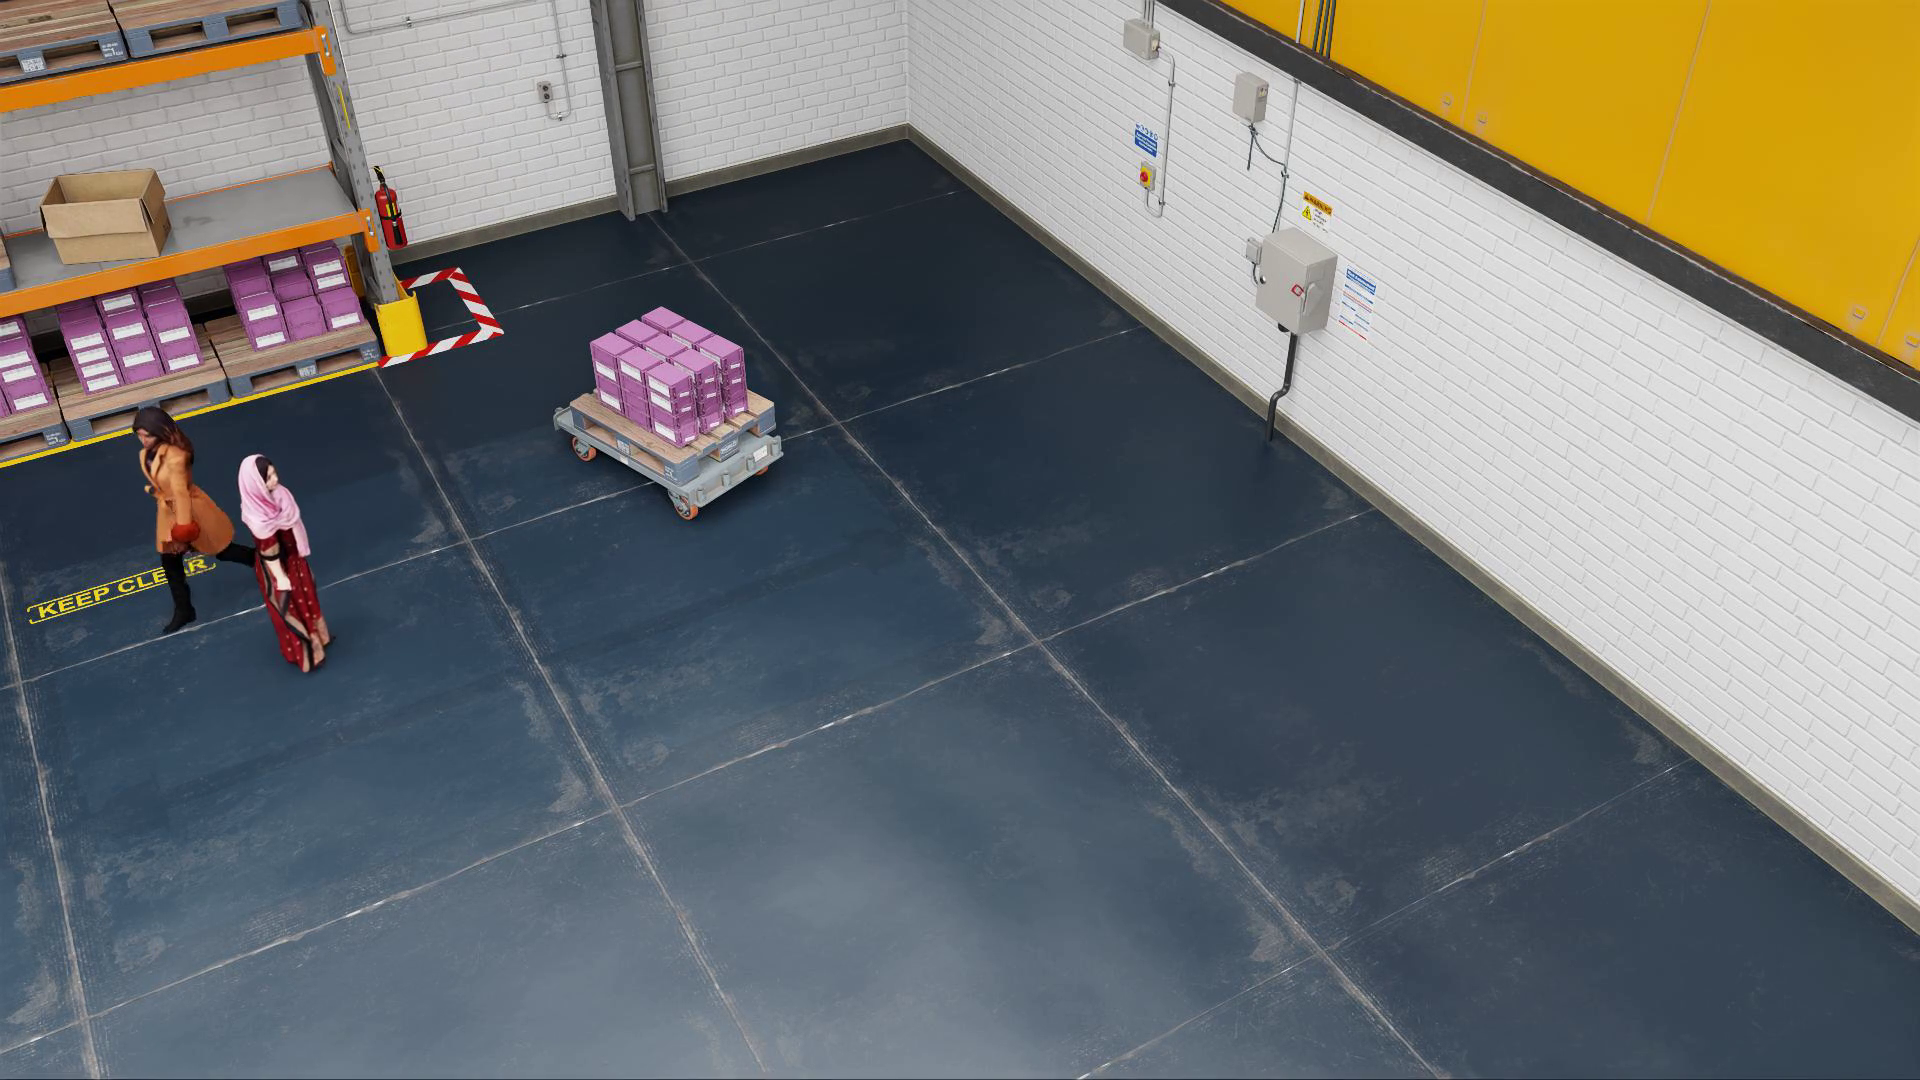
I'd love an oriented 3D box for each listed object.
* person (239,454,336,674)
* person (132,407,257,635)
[{"bbox_3d":[-4.343,0.124,10.618,0.762,1.633,0.766,-3,39,-4],"label":"person"},{"bbox_3d":[-4.990,-0.179,10.949,0.960,1.693,1.209,25,45,28],"label":"person"}]
